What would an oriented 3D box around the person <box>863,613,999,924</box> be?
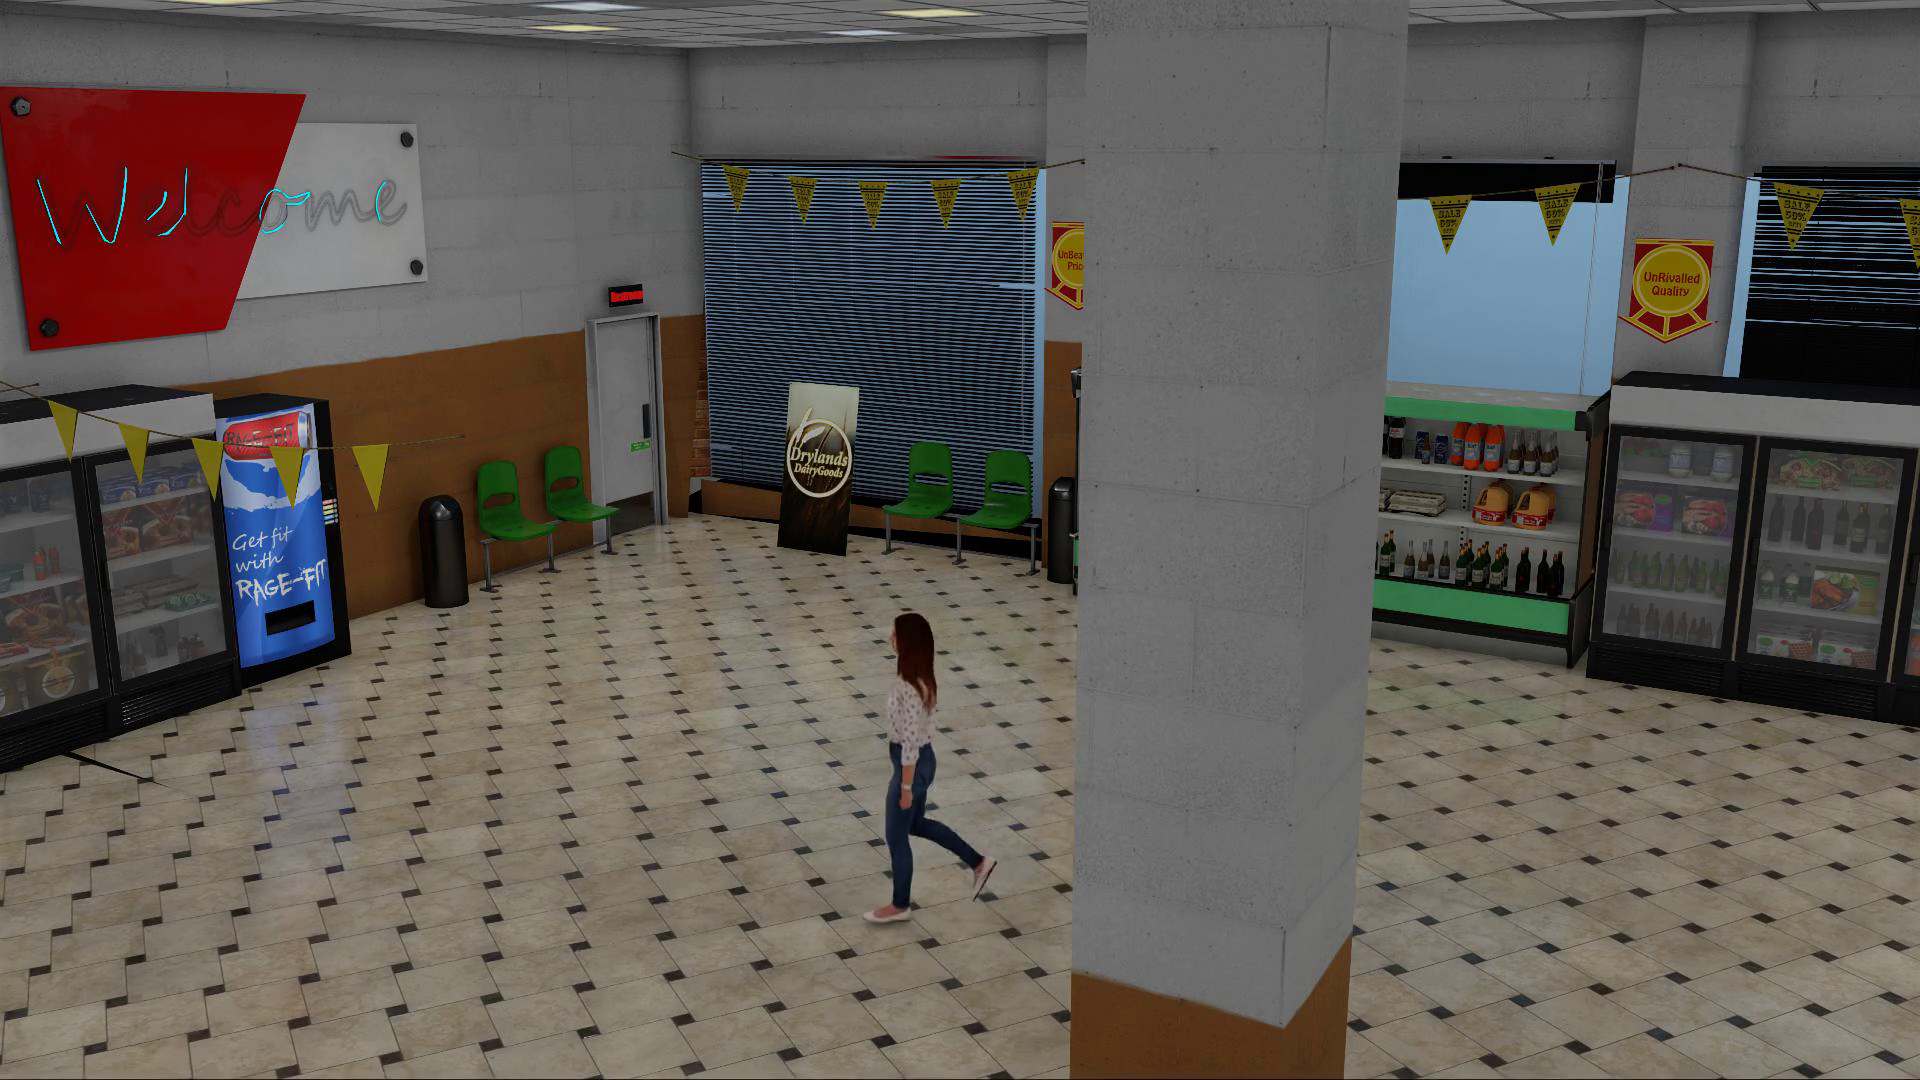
[{"bbox_3d":[-0.163,1.219,8.744,1.028,1.711,0.831,1,14,5],"label":"person"}]
